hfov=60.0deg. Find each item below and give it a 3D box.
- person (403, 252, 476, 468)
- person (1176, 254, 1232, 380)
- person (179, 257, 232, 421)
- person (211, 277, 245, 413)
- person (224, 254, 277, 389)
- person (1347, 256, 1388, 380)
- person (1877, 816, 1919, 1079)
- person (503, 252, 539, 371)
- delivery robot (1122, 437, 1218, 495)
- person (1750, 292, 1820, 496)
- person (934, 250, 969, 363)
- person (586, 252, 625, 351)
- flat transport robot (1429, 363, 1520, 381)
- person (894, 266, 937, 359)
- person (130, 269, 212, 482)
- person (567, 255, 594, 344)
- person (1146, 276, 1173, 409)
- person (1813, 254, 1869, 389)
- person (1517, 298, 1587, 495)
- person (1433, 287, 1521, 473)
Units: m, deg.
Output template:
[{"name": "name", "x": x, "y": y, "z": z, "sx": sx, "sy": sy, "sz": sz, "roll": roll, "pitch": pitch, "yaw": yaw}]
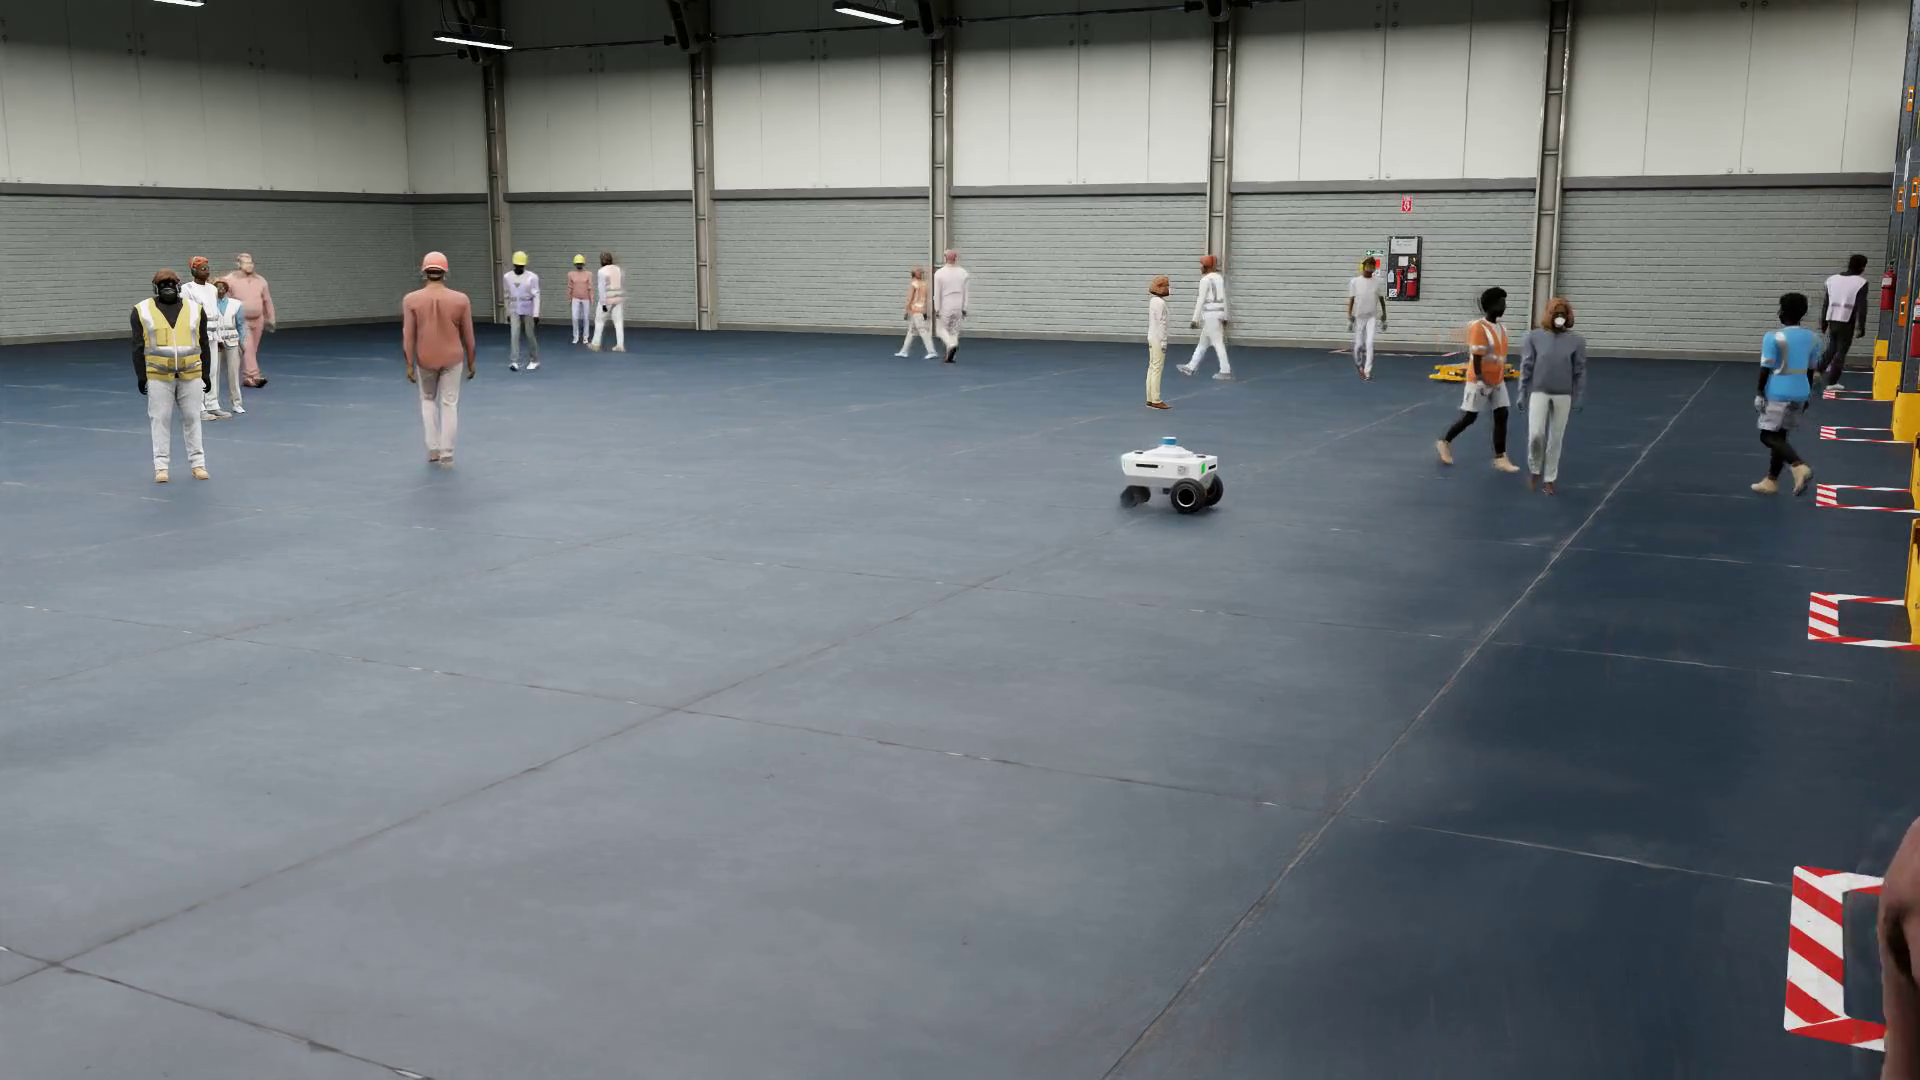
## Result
[{"name": "person", "x": -4.809, "y": -1.672, "z": 15.426, "sx": 0.638, "sy": 1.967, "sz": 0.678, "roll": -3, "pitch": 11, "yaw": -15}, {"name": "person", "x": 3.628, "y": -3.302, "z": 24.683, "sx": 1.001, "sy": 1.832, "sz": 0.591, "roll": 7, "pitch": 12, "yaw": 32}, {"name": "person", "x": -8.744, "y": -2.327, "z": 19.251, "sx": 0.354, "sy": 1.883, "sz": 0.576, "roll": 2, "pitch": 11, "yaw": 11}, {"name": "person", "x": -8.815, "y": -2.320, "z": 19.884, "sx": 0.511, "sy": 1.639, "sz": 0.308, "roll": -7, "pitch": 13, "yaw": -34}, {"name": "person", "x": -9.835, "y": -3.032, "z": 23.135, "sx": 0.951, "sy": 1.860, "sz": 0.679, "roll": 8, "pitch": 13, "yaw": 38}, {"name": "person", "x": 6.077, "y": -3.321, "z": 24.826, "sx": 0.596, "sy": 1.839, "sz": 0.737, "roll": 2, "pitch": 11, "yaw": 11}, {"name": "person", "x": 1.133, "y": 0.906, "z": 1.645, "sx": 0.877, "sy": 1.881, "sz": 0.646, "roll": -4, "pitch": 11, "yaw": -23}, {"name": "person", "x": -6.905, "y": -3.589, "z": 26.174, "sx": 0.617, "sy": 1.870, "sz": 0.990, "roll": 1, "pitch": 10, "yaw": 5}, {"name": "delivery robot", "x": 1.635, "y": -0.563, "z": 12.999, "sx": 0.707, "sy": 0.478, "sz": 0.477, "roll": 5, "pitch": 12, "yaw": 27}, {"name": "person", "x": 6.737, "y": -1.168, "z": 13.489, "sx": 0.538, "sy": 1.673, "sz": 0.651, "roll": -4, "pitch": 11, "yaw": -19}, {"name": "person", "x": -0.142, "y": -3.866, "z": 27.626, "sx": 0.649, "sy": 1.890, "sz": 0.565, "roll": -5, "pitch": 12, "yaw": -26}, {"name": "person", "x": -6.544, "y": -4.384, "z": 30.687, "sx": 0.888, "sy": 1.805, "sz": 0.635, "roll": 7, "pitch": 13, "yaw": 35}, {"name": "flat transport robot", "x": 7.608, "y": -2.487, "z": 24.525, "sx": 1.431, "sy": 0.197, "sz": 0.652, "roll": -9, "pitch": 14, "yaw": -40}, {"name": "person", "x": -0.752, "y": -3.933, "z": 28.793, "sx": 0.856, "sy": 1.592, "sz": 0.532, "roll": 4, "pitch": 11, "yaw": 22}, {"name": "person", "x": -6.833, "y": -1.427, "z": 14.461, "sx": 0.625, "sy": 1.844, "sz": 0.429, "roll": -7, "pitch": 12, "yaw": -33}, {"name": "person", "x": -7.416, "y": -4.697, "z": 32.551, "sx": 0.532, "sy": 1.740, "sz": 0.724, "roll": -1, "pitch": 10, "yaw": -7}, {"name": "person", "x": 2.457, "y": -2.431, "z": 20.499, "sx": 0.283, "sy": 1.633, "sz": 0.497, "roll": -1, "pitch": 10, "yaw": -7}, {"name": "person", "x": 12.149, "y": -2.989, "z": 22.888, "sx": 0.443, "sy": 1.877, "sz": 0.616, "roll": -5, "pitch": 12, "yaw": -27}, {"name": "person", "x": 4.865, "y": -1.176, "z": 13.669, "sx": 0.530, "sy": 1.617, "sz": 0.352, "roll": 2, "pitch": 11, "yaw": 10}, {"name": "person", "x": 4.713, "y": -1.456, "z": 15.059, "sx": 0.530, "sy": 1.675, "sz": 0.779, "roll": -8, "pitch": 13, "yaw": -37}]
